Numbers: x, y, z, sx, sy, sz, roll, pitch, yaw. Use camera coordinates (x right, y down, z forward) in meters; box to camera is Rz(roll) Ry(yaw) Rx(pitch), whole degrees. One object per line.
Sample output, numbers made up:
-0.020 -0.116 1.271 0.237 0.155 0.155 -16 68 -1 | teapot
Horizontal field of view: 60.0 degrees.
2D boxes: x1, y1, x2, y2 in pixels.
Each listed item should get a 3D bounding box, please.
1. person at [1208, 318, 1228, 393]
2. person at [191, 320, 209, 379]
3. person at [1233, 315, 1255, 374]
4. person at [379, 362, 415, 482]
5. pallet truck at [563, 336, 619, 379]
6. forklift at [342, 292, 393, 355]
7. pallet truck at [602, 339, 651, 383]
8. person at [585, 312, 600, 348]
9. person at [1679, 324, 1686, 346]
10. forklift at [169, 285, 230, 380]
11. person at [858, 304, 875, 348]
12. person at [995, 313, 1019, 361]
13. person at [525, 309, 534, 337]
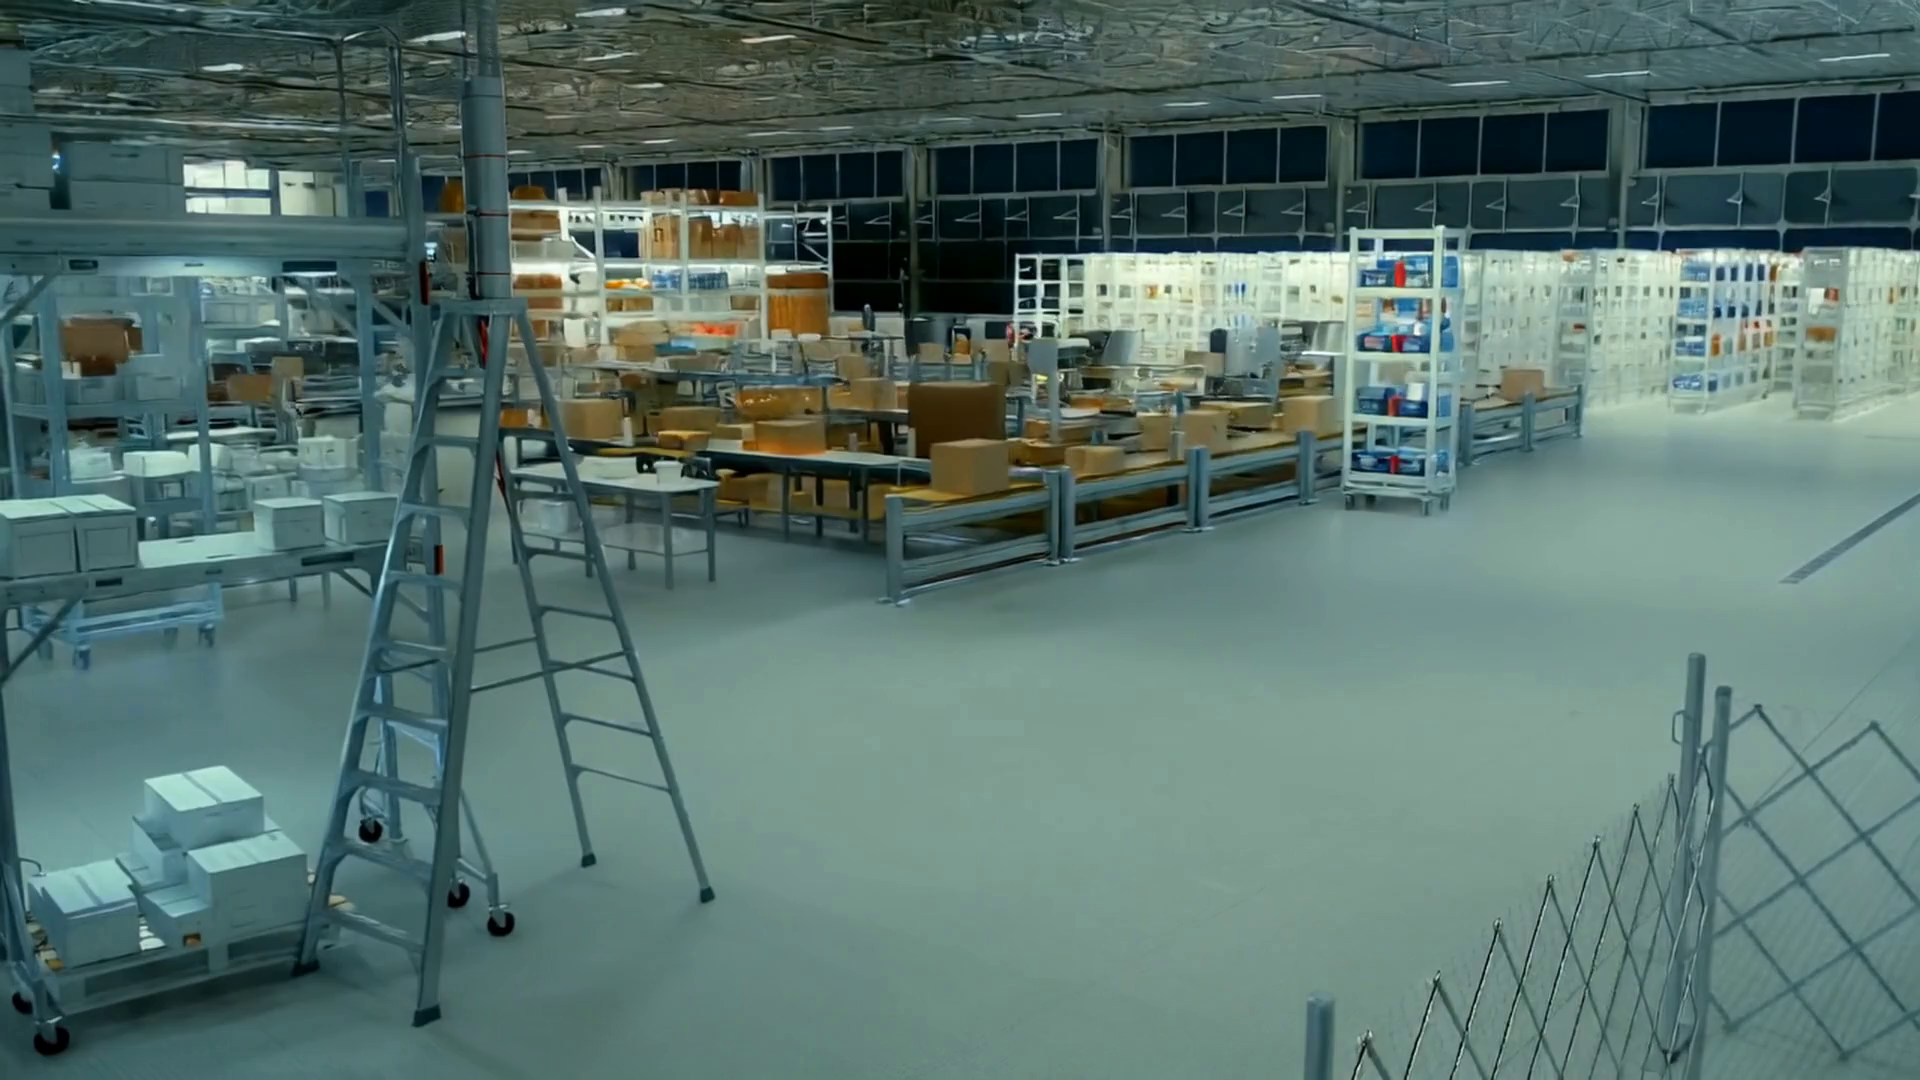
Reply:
6.521 -4.668 42.200 0.399 1.908 0.643 7 12 39 | person
-18.800 -4.476 40.968 0.853 1.924 0.608 -3 10 -19 | person
8.598 -5.894 50.197 0.972 1.791 0.598 3 10 17 | person
-7.720 -1.524 22.805 0.528 1.842 0.876 -7 11 -35 | person
-10.690 -5.294 48.215 1.601 1.201 0.680 -5 10 -26 | pallet truck
-16.485 -5.622 45.120 1.129 2.768 1.873 7 11 37 | forklift
-8.991 -4.871 45.351 0.653 1.274 1.630 7 11 37 | pallet truck
-12.225 -6.723 55.452 0.588 1.766 0.981 -7 12 -39 | person
22.754 -6.231 52.220 0.425 1.819 0.627 5 10 27 | person
-20.326 -5.394 43.697 1.129 2.768 1.873 7 11 37 | forklift
-3.602 -8.176 64.253 0.658 1.863 0.999 -1 9 -4 | person
1.655 -6.817 56.233 0.906 1.702 0.567 0 9 0 | person
-15.404 -7.323 59.222 0.335 1.762 0.526 7 12 39 | person
